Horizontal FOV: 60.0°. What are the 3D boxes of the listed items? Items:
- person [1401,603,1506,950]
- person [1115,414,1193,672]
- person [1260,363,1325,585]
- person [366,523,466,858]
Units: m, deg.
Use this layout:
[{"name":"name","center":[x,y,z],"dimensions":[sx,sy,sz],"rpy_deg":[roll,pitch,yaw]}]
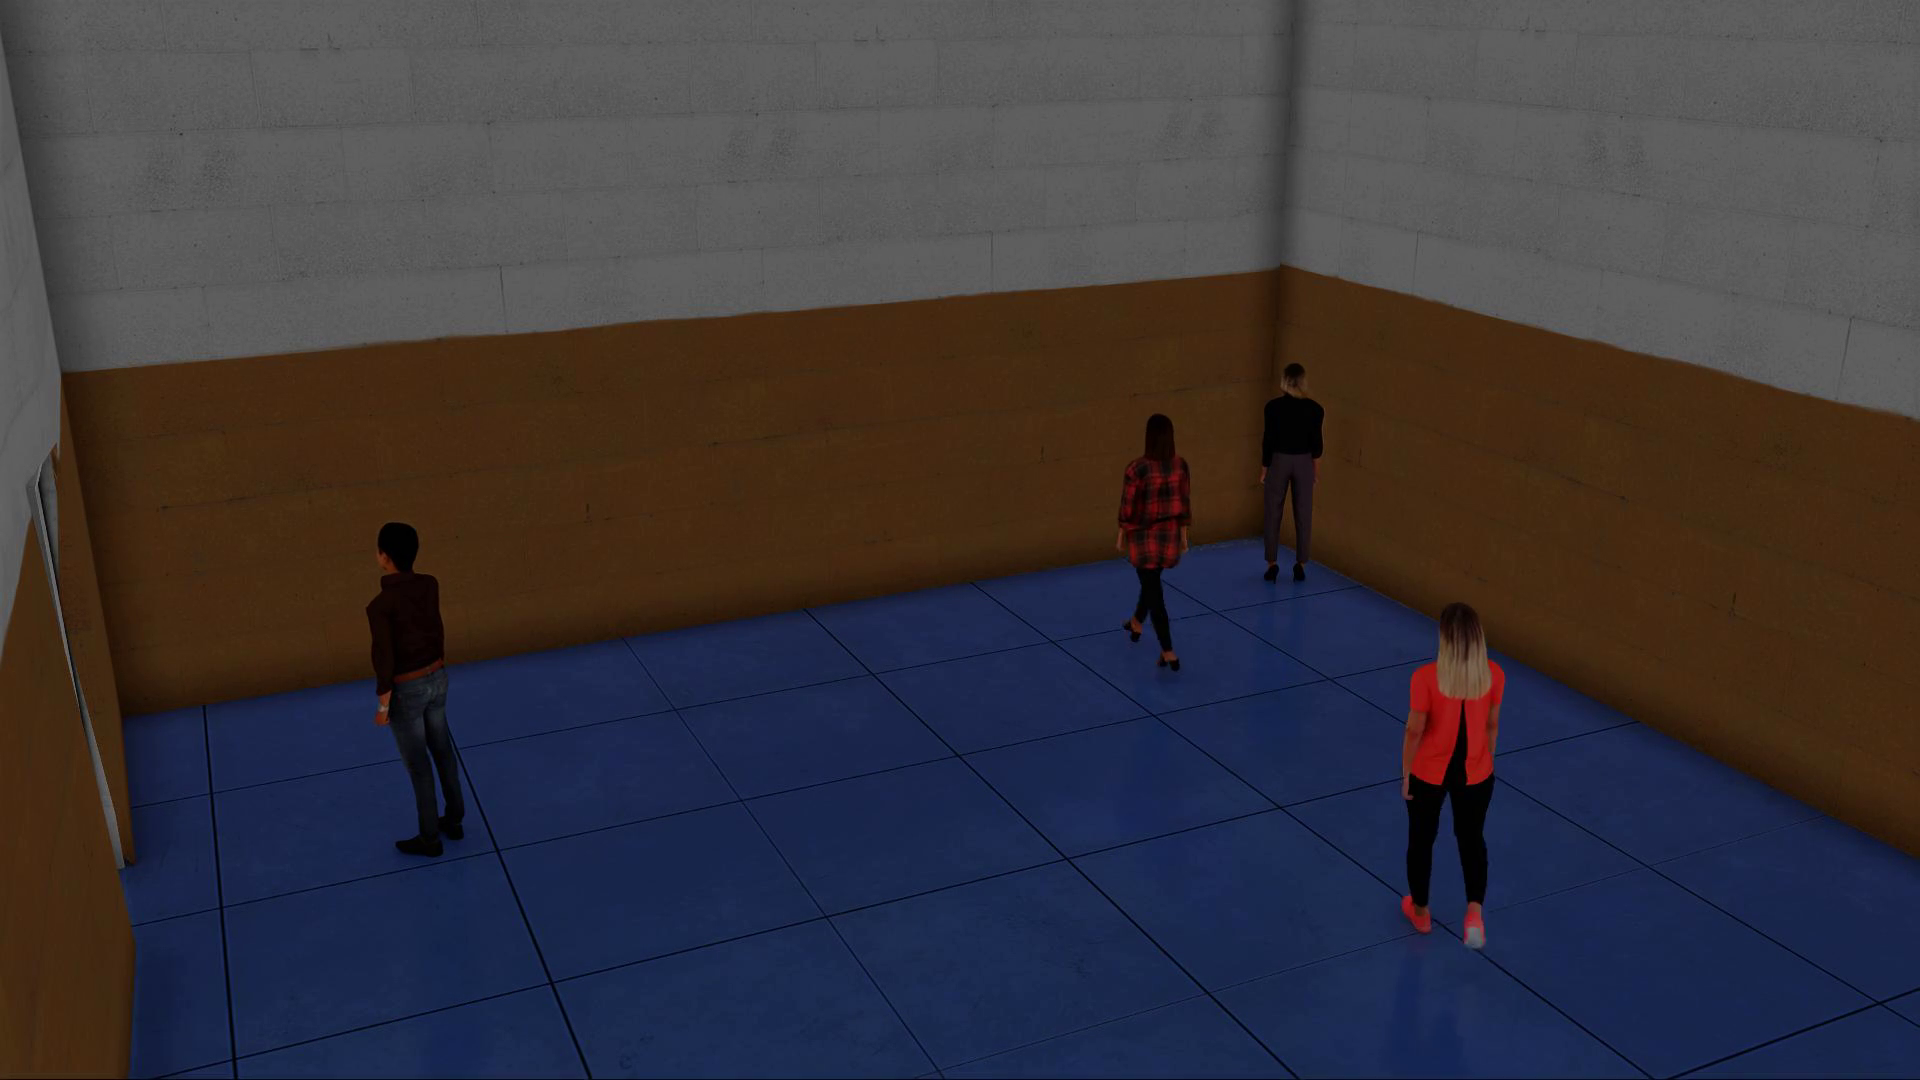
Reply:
[{"name":"person","center":[2.263,1.111,7.593],"dimensions":[0.939,1.683,0.884],"rpy_deg":[0,19,-1]},{"name":"person","center":[1.287,0.053,10.769],"dimensions":[1.028,1.659,0.741],"rpy_deg":[-7,20,-19]},{"name":"person","center":[2.449,-0.489,12.360],"dimensions":[0.635,1.670,0.745],"rpy_deg":[1,19,4]},{"name":"person","center":[-2.766,0.760,8.480],"dimensions":[0.767,1.781,0.685],"rpy_deg":[8,20,23]}]
